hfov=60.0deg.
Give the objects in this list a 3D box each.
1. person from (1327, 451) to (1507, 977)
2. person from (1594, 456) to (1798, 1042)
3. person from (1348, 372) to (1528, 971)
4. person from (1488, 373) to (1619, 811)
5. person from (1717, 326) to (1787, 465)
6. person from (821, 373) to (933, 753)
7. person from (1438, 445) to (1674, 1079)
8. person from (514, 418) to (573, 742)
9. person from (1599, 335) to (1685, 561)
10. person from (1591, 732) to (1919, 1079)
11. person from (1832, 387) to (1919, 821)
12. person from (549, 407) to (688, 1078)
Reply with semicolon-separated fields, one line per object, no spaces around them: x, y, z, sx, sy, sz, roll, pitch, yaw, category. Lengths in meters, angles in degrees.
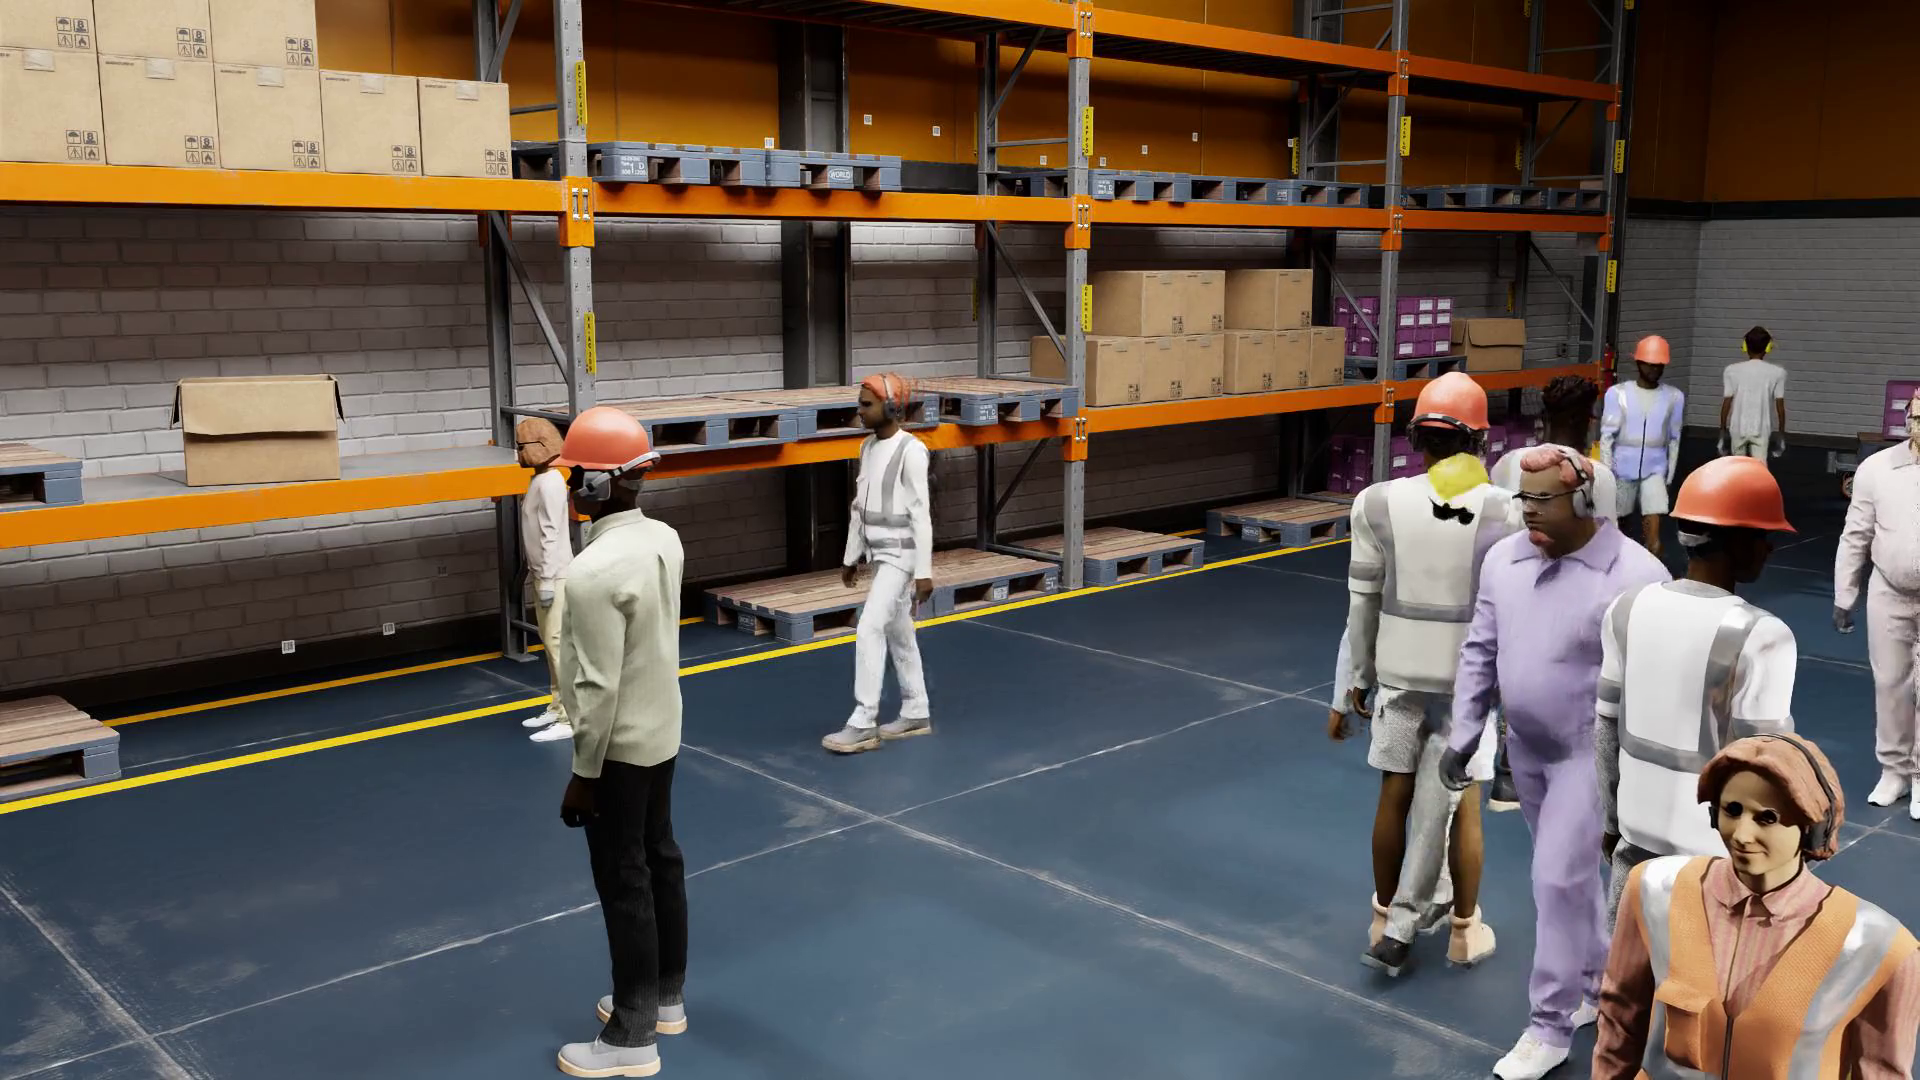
1.557;0.581;5.689;0.651;1.773;0.878;9;13;41;person
1.896;0.746;4.280;0.375;1.933;0.550;-5;11;-26;person
1.631;0.451;5.693;0.607;2.044;0.375;5;11;25;person
2.709;0.217;7.429;0.985;1.914;0.633;-5;11;-28;person
6.754;-0.901;14.194;0.526;1.847;0.785;5;11;27;person
-0.455;0.115;8.200;0.788;1.854;0.600;-5;11;-26;person
1.759;0.652;5.019;0.830;1.870;0.656;-5;11;-27;person
-2.094;0.193;8.423;0.278;1.626;0.501;-4;10;-20;person
4.756;-0.485;11.656;0.553;1.889;0.985;2;10;14;person
1.356;1.128;2.906;0.514;1.641;0.307;8;13;41;person
4.126;0.272;7.193;0.669;1.885;0.591;9;13;43;person
-1.011;0.599;4.965;0.375;1.995;0.611;2;10;10;person
